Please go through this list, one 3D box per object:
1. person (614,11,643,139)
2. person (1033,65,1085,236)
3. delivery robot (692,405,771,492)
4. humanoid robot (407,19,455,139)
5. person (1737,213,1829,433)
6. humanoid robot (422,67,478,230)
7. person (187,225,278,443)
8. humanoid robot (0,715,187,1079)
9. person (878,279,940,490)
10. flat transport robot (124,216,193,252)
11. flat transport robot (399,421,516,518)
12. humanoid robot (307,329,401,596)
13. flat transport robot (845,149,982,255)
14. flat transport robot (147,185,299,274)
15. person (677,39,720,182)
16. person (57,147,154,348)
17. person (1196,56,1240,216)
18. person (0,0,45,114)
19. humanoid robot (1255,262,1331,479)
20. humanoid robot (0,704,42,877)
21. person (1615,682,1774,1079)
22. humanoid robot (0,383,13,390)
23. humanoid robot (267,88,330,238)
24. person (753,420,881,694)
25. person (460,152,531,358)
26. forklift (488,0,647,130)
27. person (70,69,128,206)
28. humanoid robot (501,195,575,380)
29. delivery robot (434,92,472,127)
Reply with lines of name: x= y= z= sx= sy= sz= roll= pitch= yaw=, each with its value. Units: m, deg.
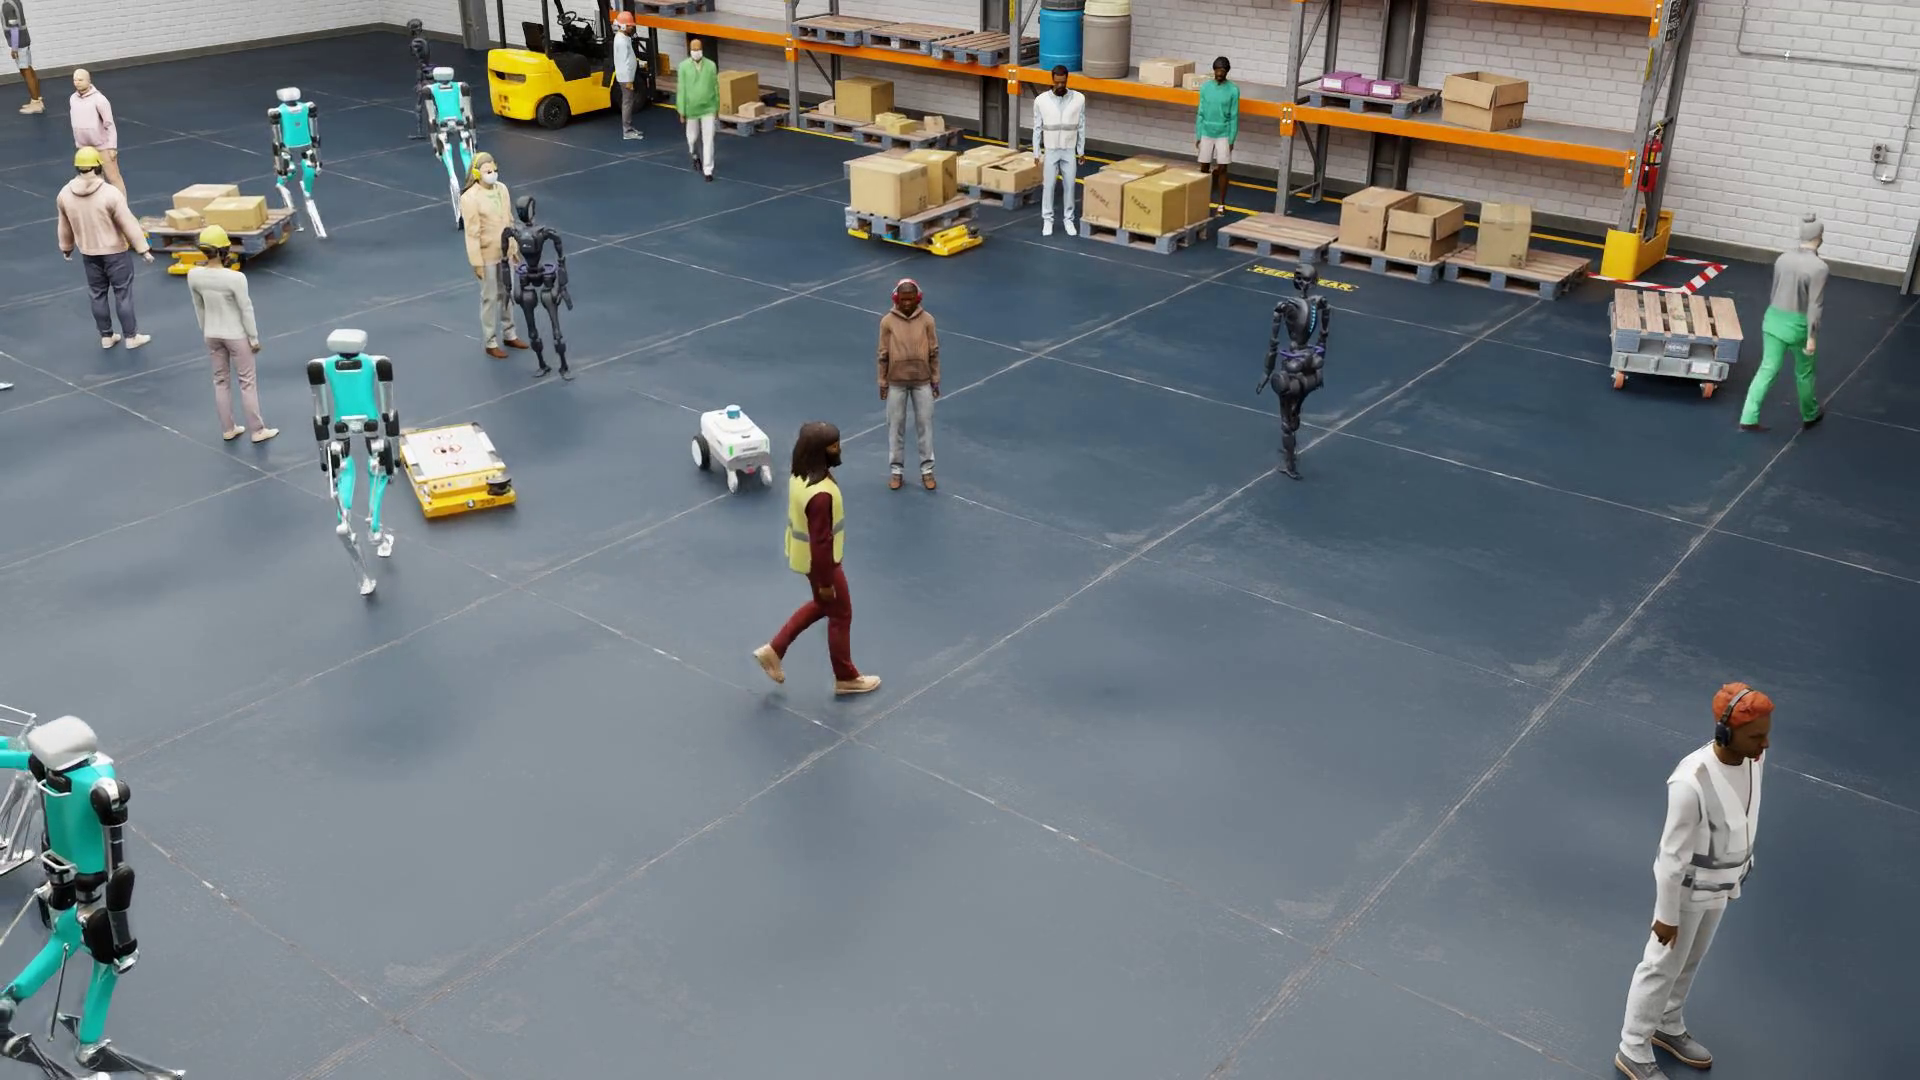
person: x=-4.673 y=-6.542 z=23.428 sx=0.351 sy=1.740 sz=0.571 roll=-6 pitch=26 yaw=-12
person: x=1.118 y=-4.412 z=18.828 sx=0.598 sy=1.909 sz=0.400 roll=-3 pitch=26 yaw=-7
delivery robot: x=-1.730 y=-0.740 z=12.781 sx=0.499 sy=0.600 sz=0.802 roll=-12 pitch=28 yaw=-24
humanoid robot: x=-7.525 y=-6.488 z=23.416 sx=0.597 sy=1.639 sz=0.610 roll=-2 pitch=26 yaw=-3
person: x=6.782 y=-1.741 z=13.408 sx=0.871 sy=1.801 sz=0.579 roll=-12 pitch=28 yaw=-23
humanoid robot: x=-5.810 y=-4.478 z=19.171 sx=0.548 sy=1.783 sz=0.934 roll=-8 pitch=27 yaw=-17
person: x=-5.804 y=-1.630 z=13.235 sx=0.513 sy=1.758 sz=0.333 roll=6 pitch=26 yaw=13
humanoid robot: x=-3.569 y=1.600 z=6.576 sx=0.539 sy=1.771 sz=0.902 roll=16 pitch=30 yaw=30
person: x=-0.382 y=-1.165 z=12.401 sx=0.469 sy=1.643 sz=0.337 roll=-2 pitch=26 yaw=-5
flat transport robot: x=-8.772 y=-3.414 z=18.640 sx=1.431 sy=0.231 sz=0.659 roll=4 pitch=26 yaw=8
flat transport robot: x=-3.891 y=-0.566 z=12.742 sx=0.659 sy=0.231 sz=1.431 roll=-12 pitch=28 yaw=-23
humanoid robot: x=-3.916 y=-0.465 z=10.867 sx=0.555 sy=1.733 sz=1.024 roll=-6 pitch=27 yaw=-13
flat transport robot: x=-0.518 y=-3.479 z=18.775 sx=1.431 sy=0.231 sz=0.659 roll=18 pitch=31 yaw=33
flat transport robot: x=-7.979 y=-3.175 z=18.146 sx=0.659 sy=0.231 sz=1.431 roll=2 pitch=26 yaw=4
person: x=-3.344 y=-5.524 z=21.300 sx=0.553 sy=1.757 sz=0.760 roll=-5 pitch=26 yaw=-10
person: x=-7.857 y=-2.657 z=15.251 sx=0.814 sy=1.856 sz=0.437 roll=0 pitch=26 yaw=1
person: x=3.032 y=-4.769 z=19.638 sx=0.501 sy=1.842 sz=0.413 roll=10 pitch=27 yaw=20
person: x=-14.152 y=-7.447 z=24.956 sx=0.372 sy=2.044 sz=0.603 roll=-7 pitch=27 yaw=-15
humanoid robot: x=2.516 y=-1.317 z=12.684 sx=0.589 sy=1.646 sz=0.561 roll=-14 pitch=29 yaw=-26
humanoid robot: x=-4.728 y=0.830 z=8.009 sx=0.735 sy=1.677 sz=0.533 roll=-23 pitch=34 yaw=-39
person: x=3.013 y=1.417 z=6.779 sx=0.582 sy=1.882 sz=0.348 roll=-20 pitch=32 yaw=-35
humanoid robot: x=-8.733 y=-1.954 z=13.986 sx=1.014 sy=1.772 sz=0.533 roll=-17 pitch=30 yaw=-31
humanoid robot: x=-7.494 y=-4.223 z=18.655 sx=0.554 sy=1.745 sz=0.926 roll=-22 pitch=33 yaw=-37
person: x=-0.836 y=0.128 z=9.594 sx=0.674 sy=1.755 sz=0.476 roll=-7 pitch=27 yaw=-14
person: x=-4.254 y=-2.593 z=15.111 sx=0.392 sy=1.868 sz=0.562 roll=15 pitch=29 yaw=27
forklift: x=-5.874 y=-7.334 z=24.552 sx=1.214 sy=2.155 sz=2.313 roll=19 pitch=32 yaw=34
person: x=-9.957 y=-4.533 z=19.216 sx=0.525 sy=1.784 sz=0.401 roll=5 pitch=26 yaw=11
humanoid robot: x=-3.699 y=-2.203 z=14.512 sx=0.608 sy=1.642 sz=0.347 roll=1 pitch=26 yaw=1
delivery robot: x=-7.460 y=-6.391 z=24.437 sx=0.499 sy=0.560 sz=0.734 roll=2 pitch=26 yaw=3
